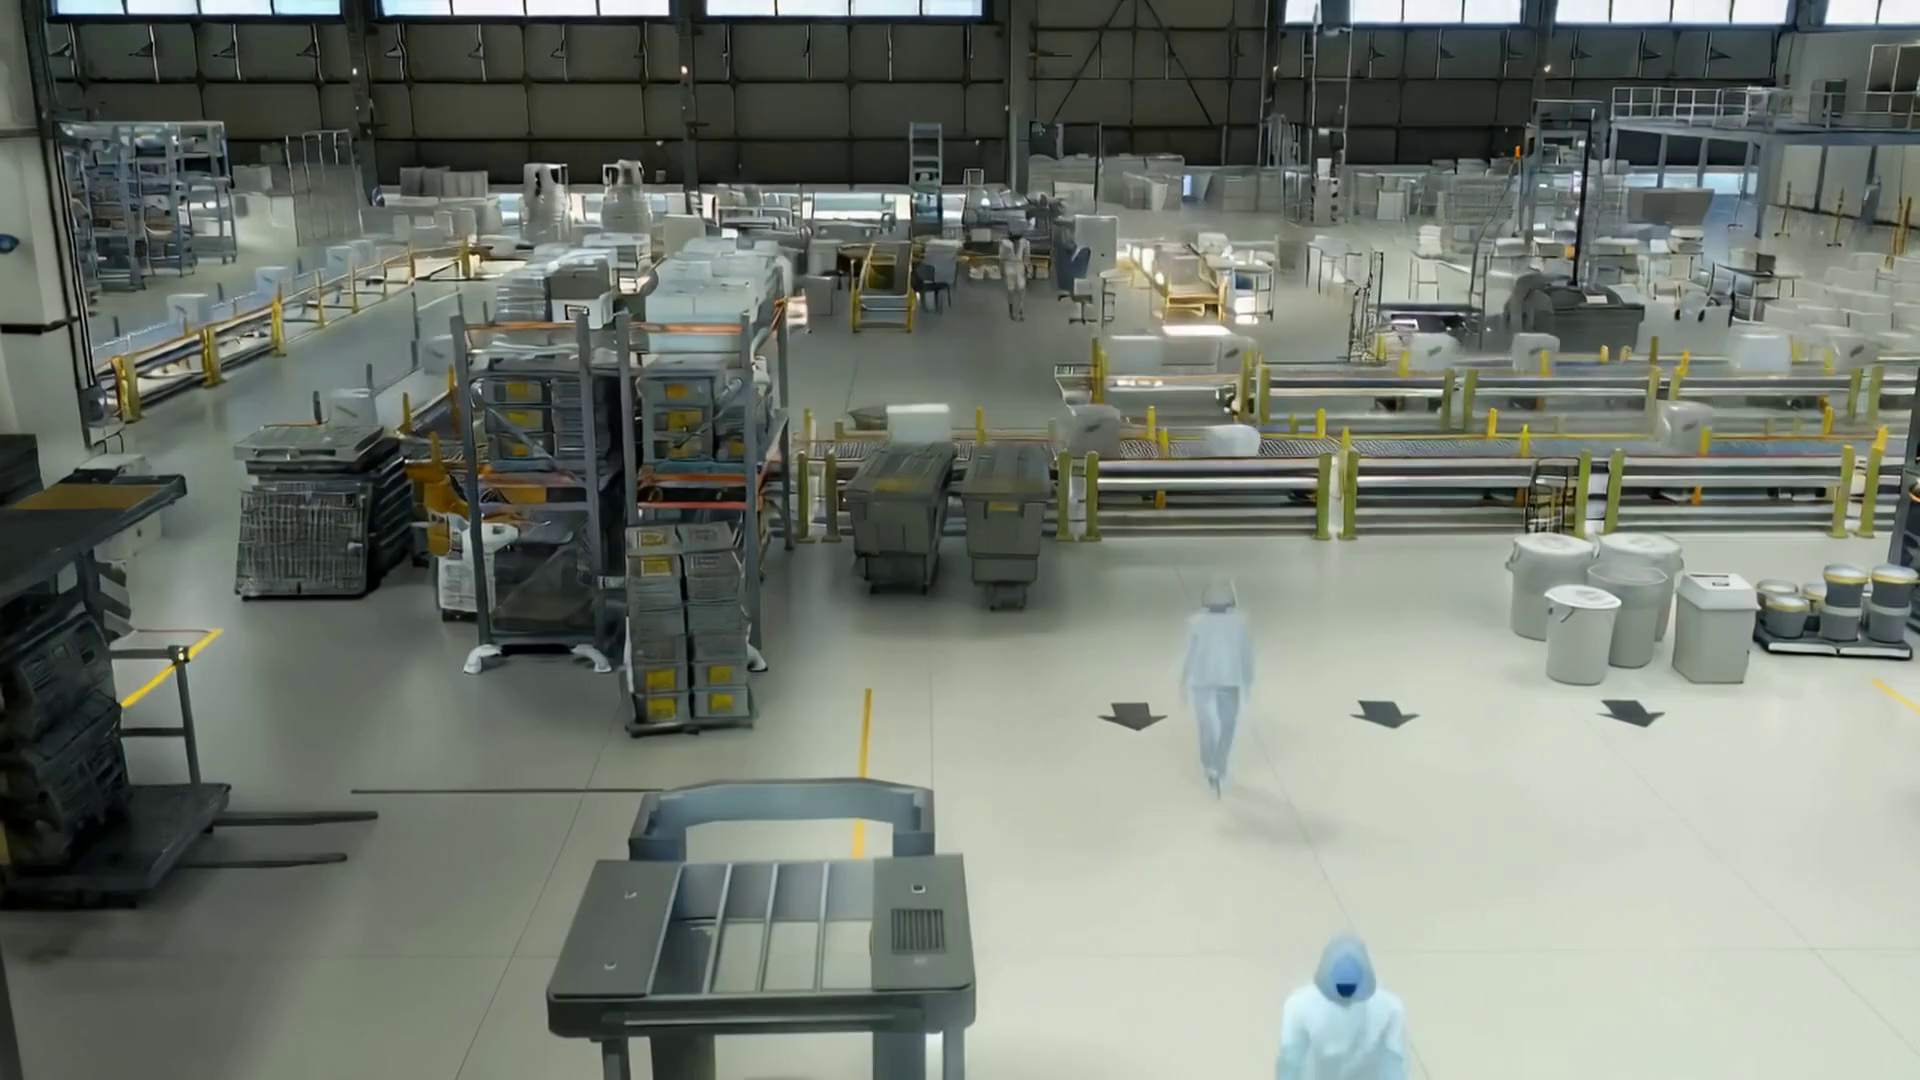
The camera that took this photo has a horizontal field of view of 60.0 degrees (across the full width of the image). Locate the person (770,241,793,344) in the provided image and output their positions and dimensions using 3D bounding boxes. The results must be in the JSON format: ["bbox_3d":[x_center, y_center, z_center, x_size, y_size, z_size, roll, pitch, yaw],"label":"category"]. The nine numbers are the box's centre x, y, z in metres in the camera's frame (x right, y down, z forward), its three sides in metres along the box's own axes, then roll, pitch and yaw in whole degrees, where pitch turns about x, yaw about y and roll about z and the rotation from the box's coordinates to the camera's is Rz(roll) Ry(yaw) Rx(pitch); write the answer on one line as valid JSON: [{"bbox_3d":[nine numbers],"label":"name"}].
[{"bbox_3d":[-3.370,-4.561,30.705,0.460,1.880,0.662,8,18,25],"label":"person"}]

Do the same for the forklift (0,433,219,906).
[{"bbox_3d":[-5.952,0.780,10.366,1.873,2.768,1.129,0,16,-1],"label":"forklift"}]

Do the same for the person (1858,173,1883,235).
[{"bbox_3d":[27.491,-10.133,50.166,0.534,1.834,0.586,-1,16,-5],"label":"person"}]

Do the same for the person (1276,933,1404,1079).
[{"bbox_3d":[1.585,2.404,6.961,0.534,1.616,0.484,2,16,7],"label":"person"}]

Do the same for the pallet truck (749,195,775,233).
[{"bbox_3d":[-6.051,-9.967,50.660,0.680,1.201,1.601,0,16,-1],"label":"pallet truck"}]

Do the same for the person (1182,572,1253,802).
[{"bbox_3d":[1.799,1.030,11.745,0.494,1.612,0.695,5,17,17],"label":"person"}]

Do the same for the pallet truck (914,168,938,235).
[{"bbox_3d":[-0.989,-10.316,50.507,0.823,1.965,1.885,1,16,3],"label":"pallet truck"}]

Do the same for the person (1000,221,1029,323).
[{"bbox_3d":[1.096,-5.315,33.077,0.618,2.024,0.534,-4,16,-13],"label":"person"}]

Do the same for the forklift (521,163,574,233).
[{"bbox_3d":[-12.233,-10.122,49.298,1.157,1.987,2.680,0,16,-1],"label":"forklift"}]

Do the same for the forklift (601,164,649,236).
[{"bbox_3d":[-9.948,-10.127,49.296,1.157,1.987,2.680,-1,16,-3],"label":"forklift"}]

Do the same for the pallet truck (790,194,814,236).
[{"bbox_3d":[-4.814,-9.883,50.259,0.704,1.261,1.522,-1,16,-3],"label":"pallet truck"}]

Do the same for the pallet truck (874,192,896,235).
[{"bbox_3d":[-2.277,-9.986,50.594,0.653,1.274,1.630,0,16,-1],"label":"pallet truck"}]

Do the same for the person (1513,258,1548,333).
[{"bbox_3d":[9.934,-3.965,28.778,0.723,1.806,0.615,-10,19,-32],"label":"person"}]

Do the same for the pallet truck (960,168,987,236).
[{"bbox_3d":[0.383,-10.230,50.206,0.823,1.965,1.885,-1,16,-3],"label":"pallet truck"}]

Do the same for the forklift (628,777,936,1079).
[{"bbox_3d":[-0.542,2.165,5.552,1.129,2.768,1.873,-1,16,-2],"label":"forklift"}]
